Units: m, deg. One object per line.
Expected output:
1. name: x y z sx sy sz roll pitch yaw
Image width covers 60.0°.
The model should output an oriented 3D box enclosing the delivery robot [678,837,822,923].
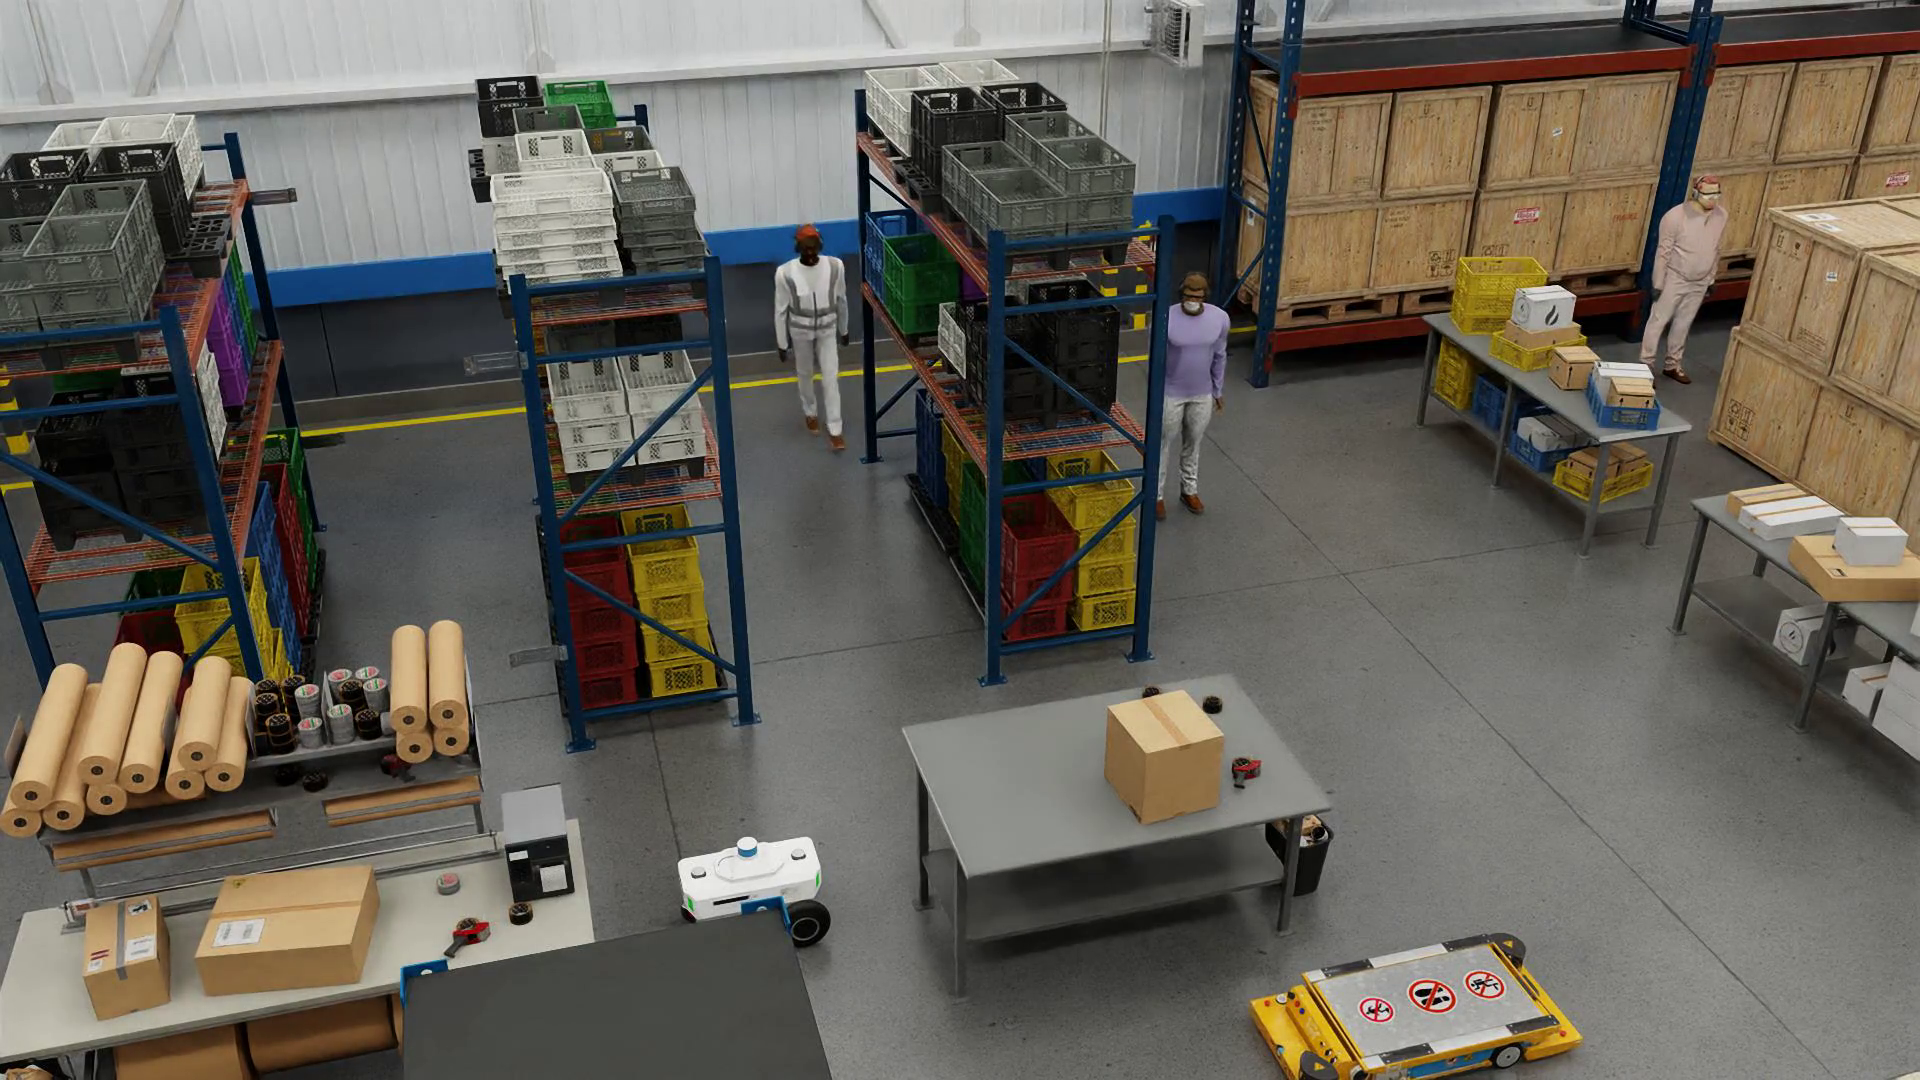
1. delivery robot: -1.084 1.750 8.563 0.707 0.478 0.477 -8 30 -14

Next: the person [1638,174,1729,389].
1. person: 6.362 -2.268 14.573 0.643 1.910 0.400 -7 29 -12

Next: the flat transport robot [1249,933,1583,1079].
1. flat transport robot: 2.184 2.282 7.980 1.431 0.197 0.652 -8 30 -14

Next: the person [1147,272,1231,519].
1. person: 1.684 -1.087 12.396 0.629 1.937 0.379 -7 29 -12

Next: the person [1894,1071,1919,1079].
1. person: 3.471 2.453 6.065 0.591 1.828 0.404 -7 29 -12

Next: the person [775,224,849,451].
1. person: -1.176 -1.619 13.447 0.613 1.844 0.920 -6 29 -11
